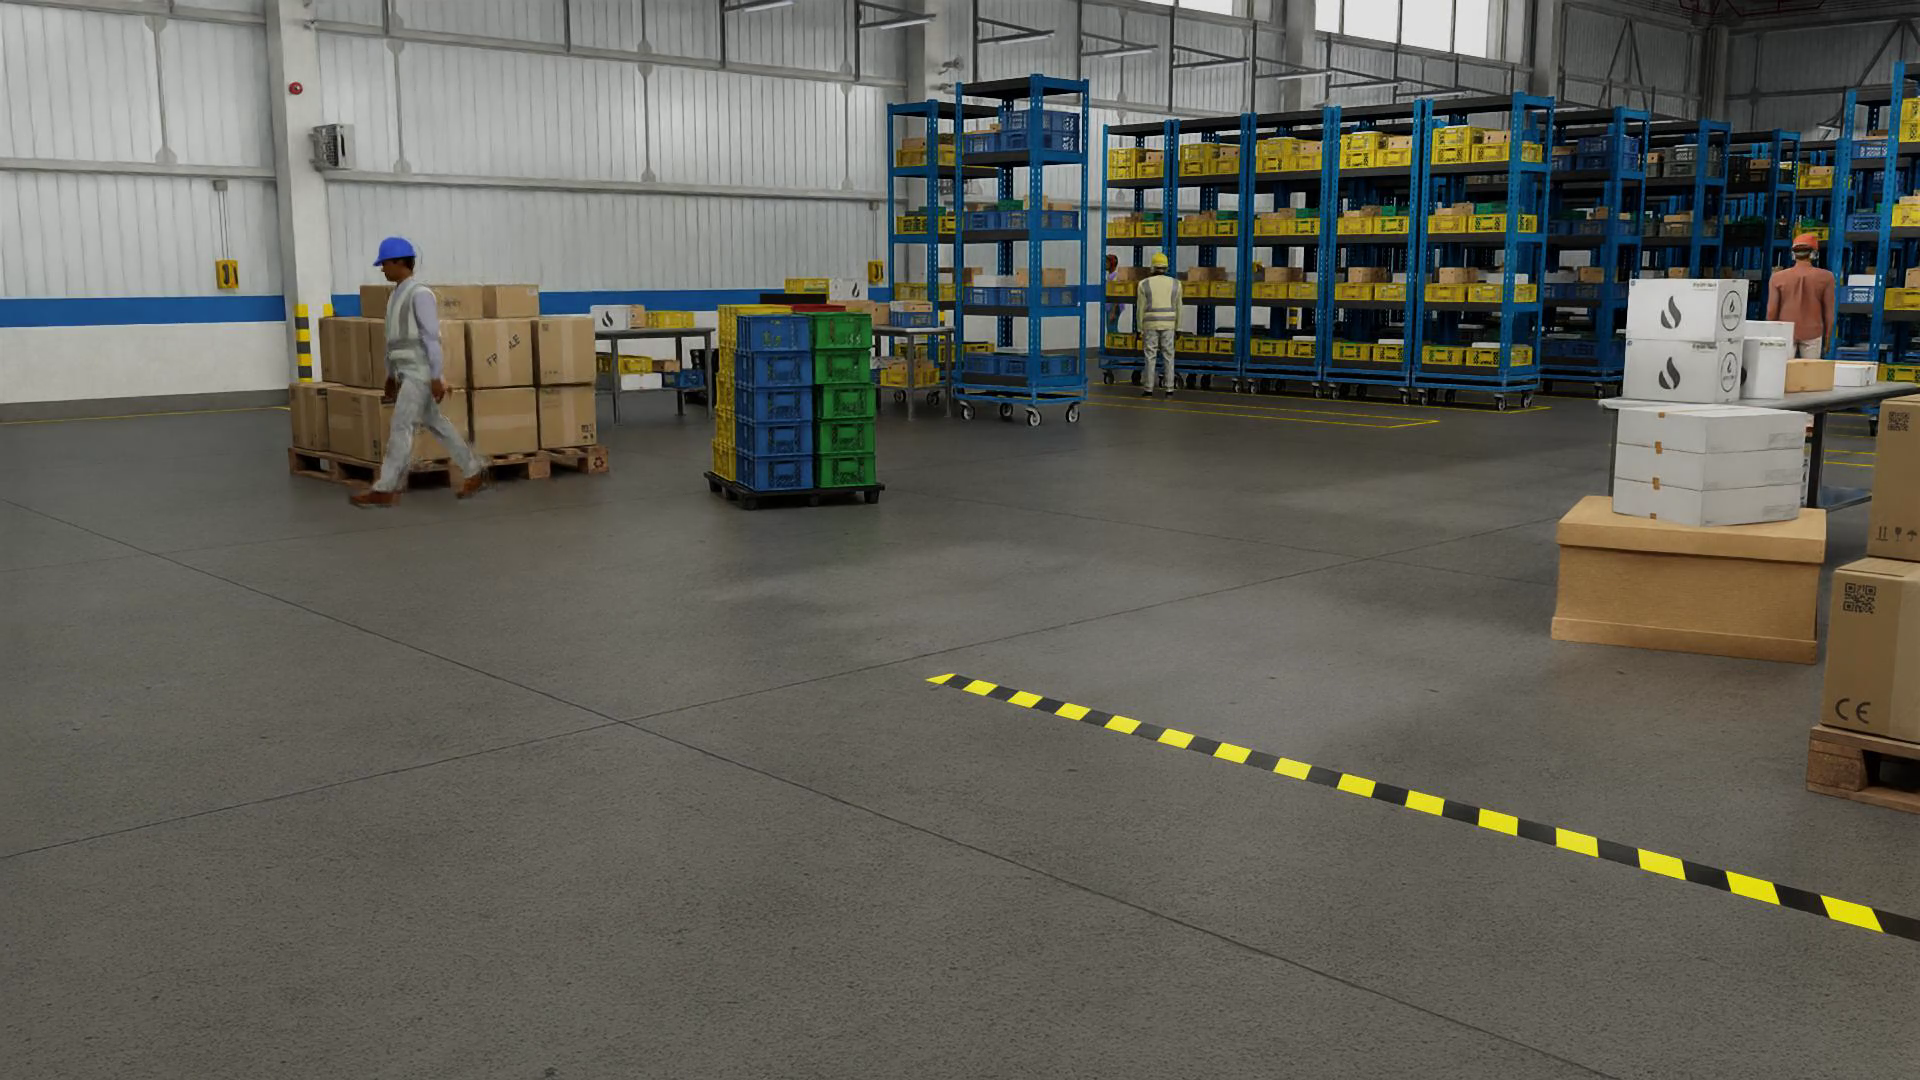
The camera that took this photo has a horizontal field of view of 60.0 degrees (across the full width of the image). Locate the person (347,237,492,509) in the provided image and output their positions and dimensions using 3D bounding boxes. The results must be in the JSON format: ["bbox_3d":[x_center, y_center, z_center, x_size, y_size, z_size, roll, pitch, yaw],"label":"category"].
[{"bbox_3d":[-3.815,-1.185,11.742,1.023,1.891,0.622,-7,12,-35],"label":"person"}]

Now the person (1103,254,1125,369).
[{"bbox_3d":[2.456,-3.661,26.727,0.377,1.844,0.570,0,9,-2],"label":"person"}]

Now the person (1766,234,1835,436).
[{"bbox_3d":[8.280,-2.015,16.415,0.611,1.985,0.393,5,11,27],"label":"person"}]

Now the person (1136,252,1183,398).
[{"bbox_3d":[2.504,-2.696,20.954,0.600,1.836,0.404,-1,9,-5],"label":"person"}]
